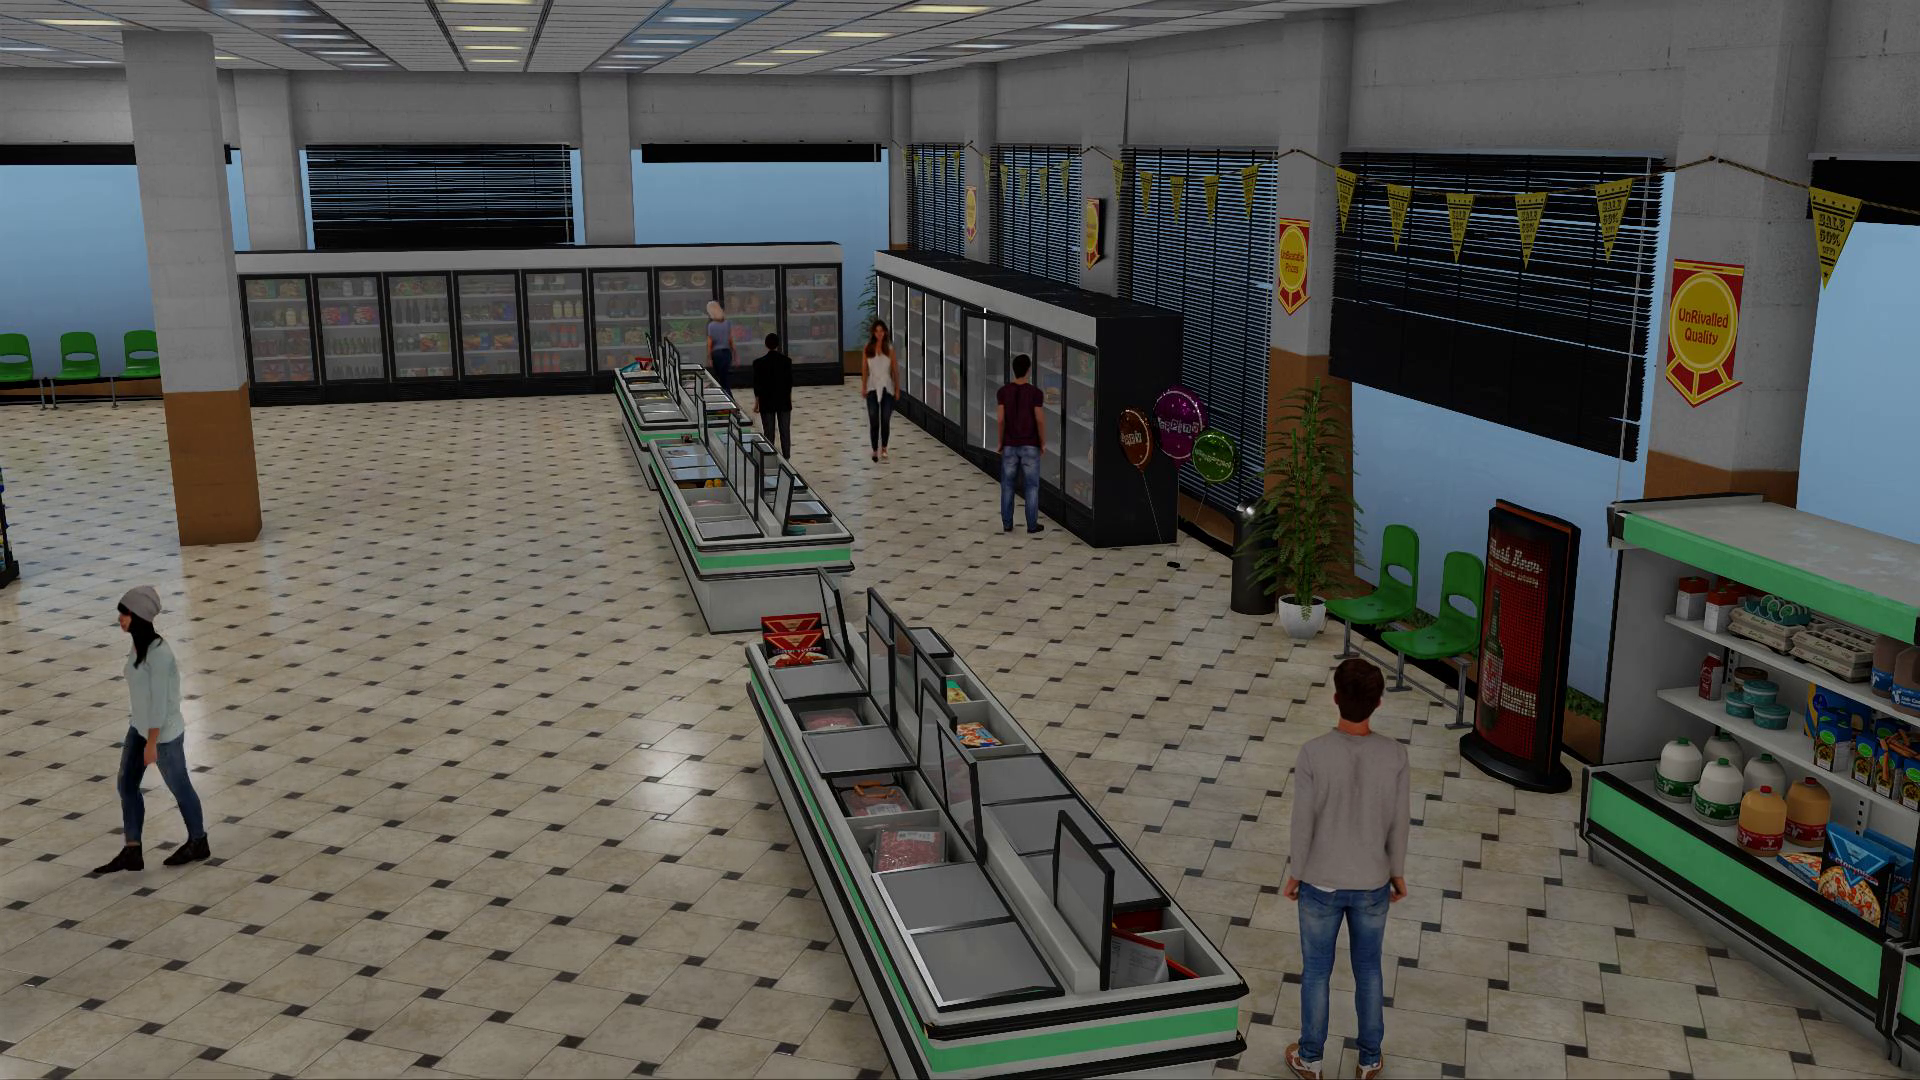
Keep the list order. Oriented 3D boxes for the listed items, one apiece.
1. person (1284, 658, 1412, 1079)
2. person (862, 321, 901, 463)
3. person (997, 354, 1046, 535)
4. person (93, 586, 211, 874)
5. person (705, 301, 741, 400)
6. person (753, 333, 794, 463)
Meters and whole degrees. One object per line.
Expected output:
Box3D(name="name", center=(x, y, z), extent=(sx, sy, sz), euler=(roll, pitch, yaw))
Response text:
Box3D(name="person", center=(1.642, 1.427, 7.068), extent=(0.734, 1.904, 0.681), euler=(1, 14, 2))
Box3D(name="person", center=(-0.992, -1.859, 20.951), extent=(0.789, 1.745, 1.112), euler=(0, 14, -2))
Box3D(name="person", center=(0.628, -0.992, 17.147), extent=(0.744, 1.853, 0.735), euler=(4, 14, 15))
Box3D(name="person", center=(-4.379, 1.040, 9.241), extent=(0.883, 1.631, 0.887), euler=(13, 19, 43))
Box3D(name="person", center=(-3.414, -2.604, 24.167), extent=(0.967, 1.677, 1.091), euler=(-13, 19, -43))
Box3D(name="person", center=(-2.239, -1.646, 20.130), extent=(0.627, 1.719, 0.552), euler=(-4, 14, -15))
